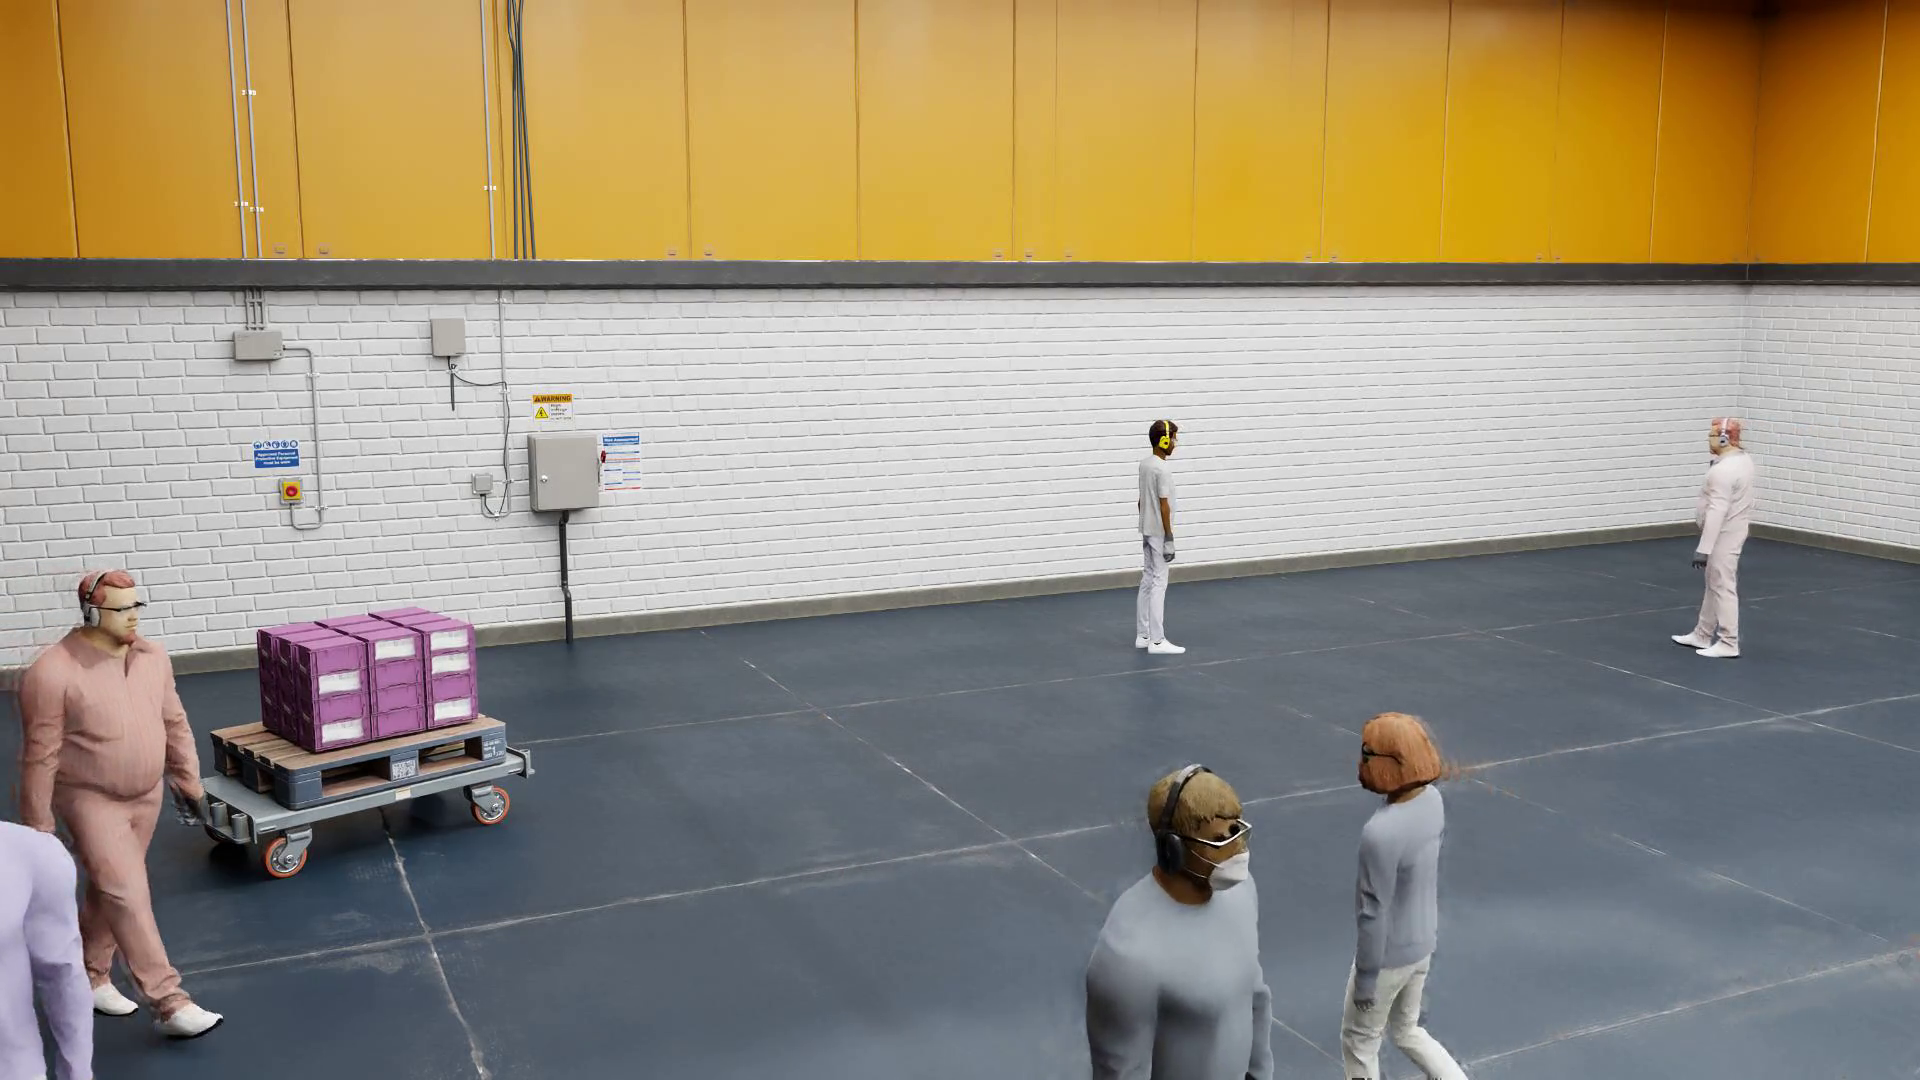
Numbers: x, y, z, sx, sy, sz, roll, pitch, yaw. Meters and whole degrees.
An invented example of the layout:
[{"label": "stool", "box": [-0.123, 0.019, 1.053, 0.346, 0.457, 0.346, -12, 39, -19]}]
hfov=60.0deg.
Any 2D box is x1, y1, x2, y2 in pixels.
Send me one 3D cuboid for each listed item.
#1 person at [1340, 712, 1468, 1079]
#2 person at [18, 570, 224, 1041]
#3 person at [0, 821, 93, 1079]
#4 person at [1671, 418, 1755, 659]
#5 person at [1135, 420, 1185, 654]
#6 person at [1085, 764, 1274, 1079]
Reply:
[{"label": "person", "box": [1.461, 1.355, 5.437, 0.618, 1.614, 0.513, 8, 12, 40]}, {"label": "person", "box": [-3.260, 1.047, 6.604, 0.949, 1.859, 0.673, 3, 10, 17]}, {"label": "person", "box": [-2.586, 1.394, 4.288, 0.639, 1.924, 0.717, -6, 11, -31]}, {"label": "person", "box": [5.956, -0.017, 13.134, 0.485, 1.906, 0.670, 7, 11, 36]}, {"label": "person", "box": [1.590, -0.025, 13.288, 0.328, 1.861, 0.517, -3, 10, -16]}, {"label": "person", "box": [0.489, 1.445, 4.036, 0.884, 1.910, 0.631, 5, 11, 30]}]
